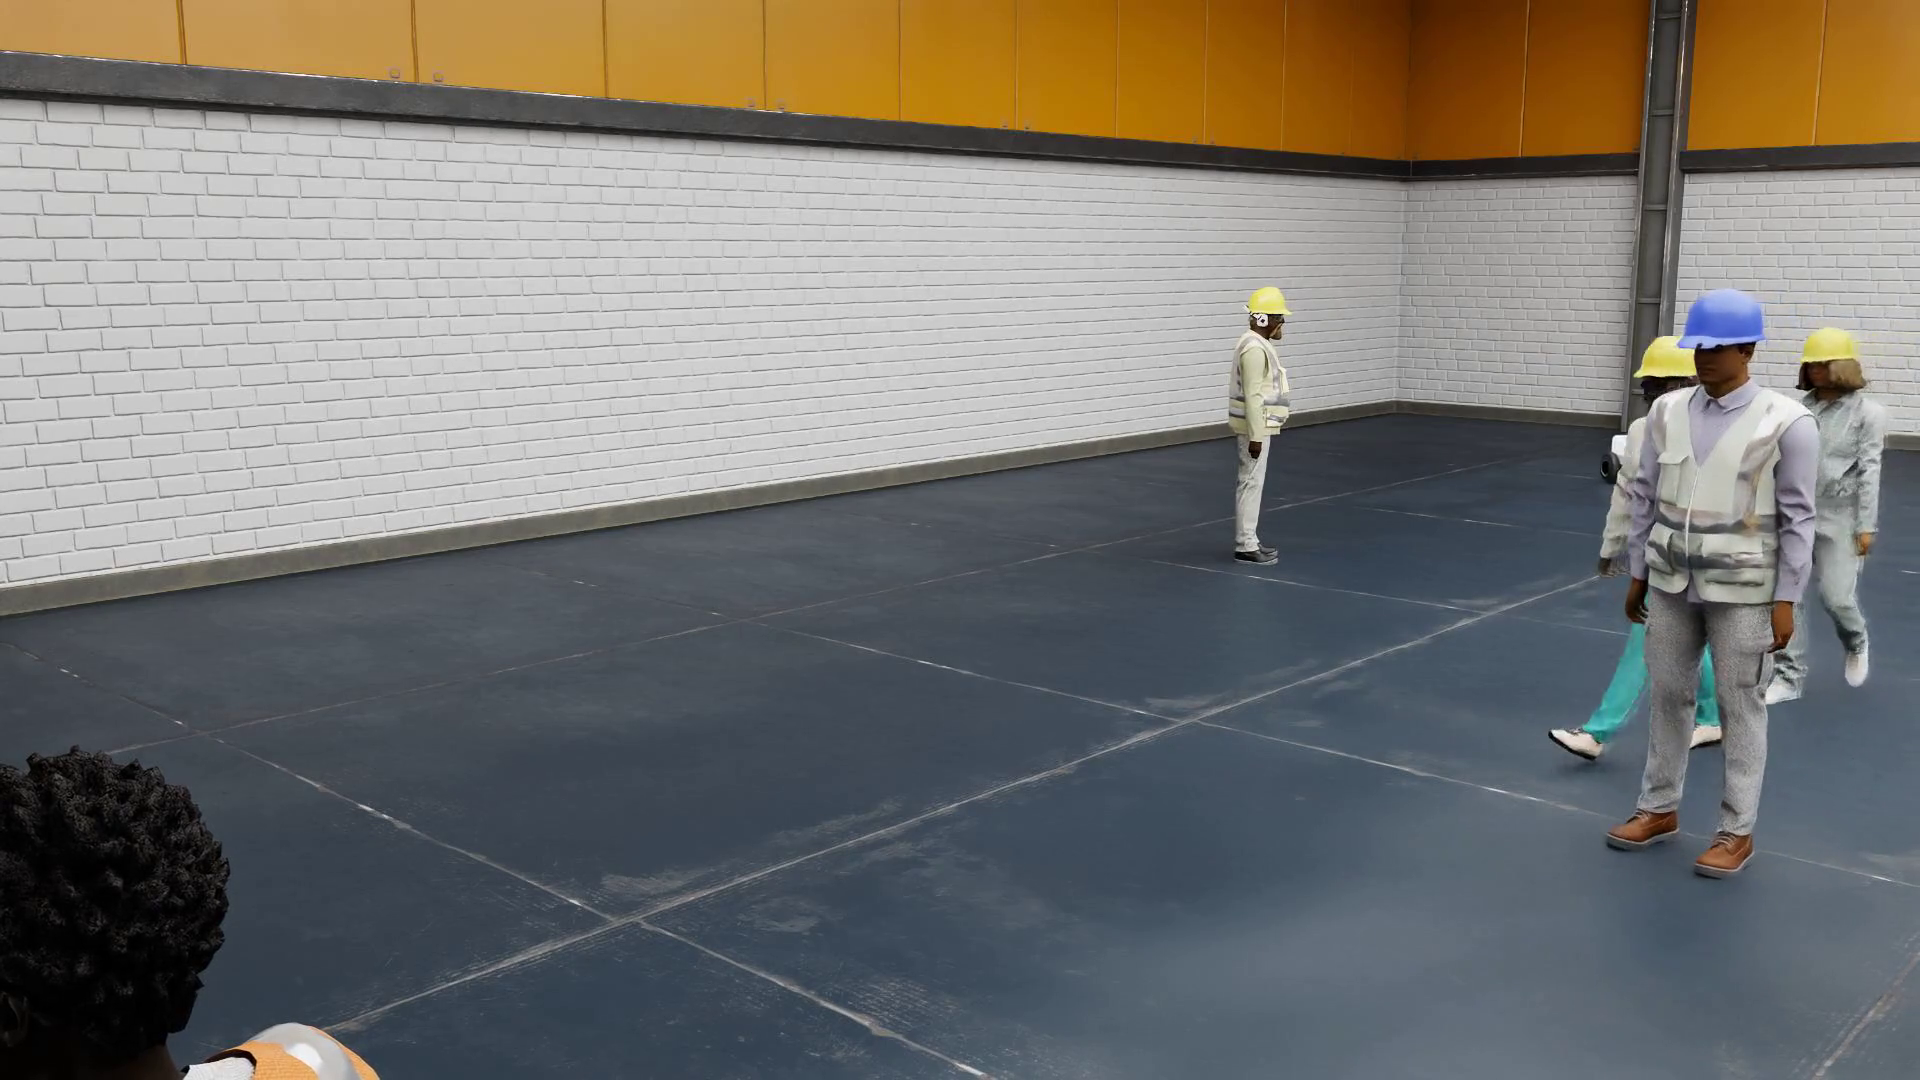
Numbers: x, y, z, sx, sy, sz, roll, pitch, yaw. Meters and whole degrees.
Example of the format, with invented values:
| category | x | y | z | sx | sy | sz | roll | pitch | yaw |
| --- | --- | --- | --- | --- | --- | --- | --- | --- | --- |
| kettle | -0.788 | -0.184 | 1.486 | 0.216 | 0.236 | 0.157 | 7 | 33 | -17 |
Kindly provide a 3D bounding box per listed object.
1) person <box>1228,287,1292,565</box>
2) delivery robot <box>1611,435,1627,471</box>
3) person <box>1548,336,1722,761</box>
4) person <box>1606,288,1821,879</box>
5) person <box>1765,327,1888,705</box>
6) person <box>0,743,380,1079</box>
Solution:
| category | x | y | z | sx | sy | sz | roll | pitch | yaw |
| --- | --- | --- | --- | --- | --- | --- | --- | --- | --- |
| person | 1.968 | -0.748 | 10.967 | 0.403 | 1.824 | 0.592 | 2 | 10 | 9 |
| delivery robot | 5.963 | -0.774 | 14.447 | 0.477 | 0.478 | 0.707 | -1 | 10 | -4 |
| person | 2.793 | 0.045 | 6.711 | 0.919 | 1.714 | 0.546 | -2 | 10 | -14 |
| person | 2.492 | 0.143 | 5.535 | 0.409 | 1.943 | 0.615 | -7 | 12 | -34 |
| person | 3.933 | -0.101 | 7.550 | 0.553 | 1.727 | 0.503 | -7 | 12 | -34 |
| person | -0.655 | 0.998 | 1.400 | 0.320 | 1.694 | 0.532 | 3 | 10 | 17 |
